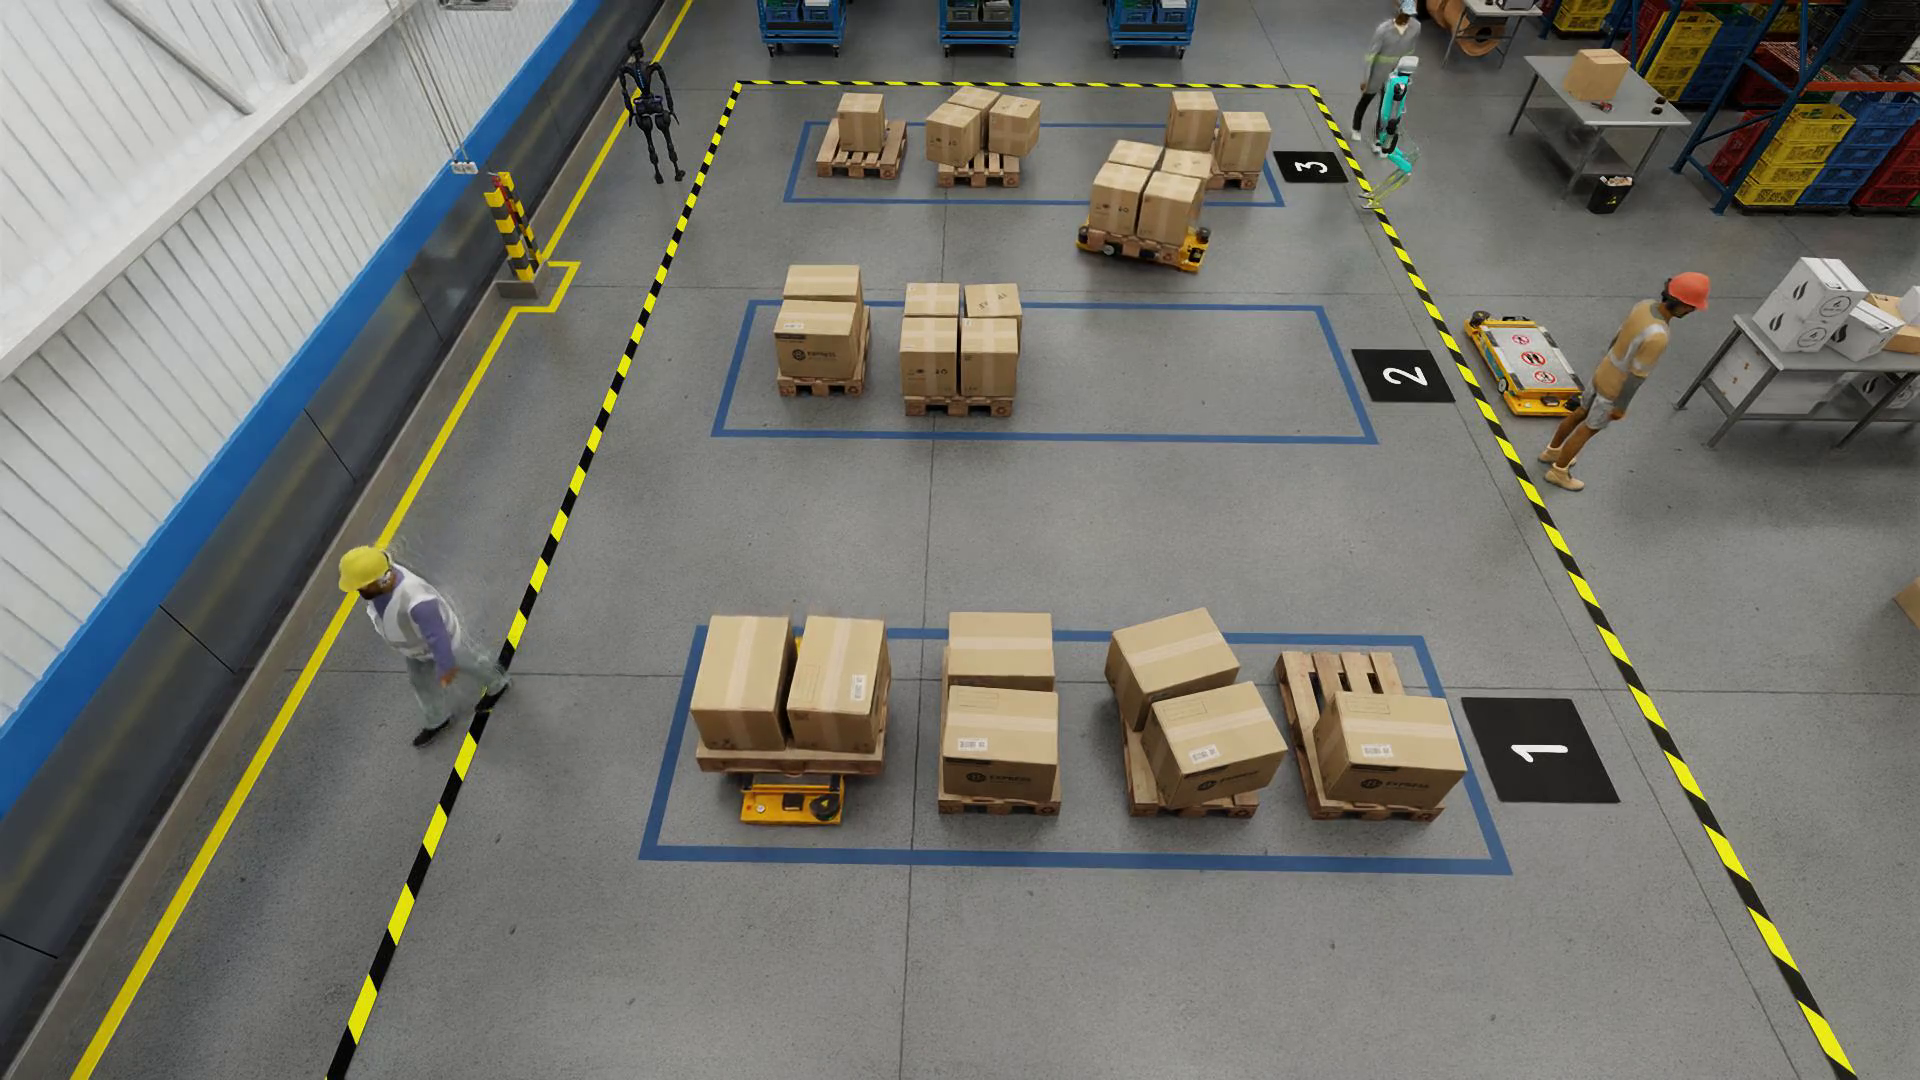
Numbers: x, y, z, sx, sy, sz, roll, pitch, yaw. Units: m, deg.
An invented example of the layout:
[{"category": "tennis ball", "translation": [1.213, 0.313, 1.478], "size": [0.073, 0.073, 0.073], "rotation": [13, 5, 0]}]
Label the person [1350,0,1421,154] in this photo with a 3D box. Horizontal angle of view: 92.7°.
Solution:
[{"category": "person", "translation": [5.379, -5.828, 11.553], "size": [0.617, 1.809, 0.940], "rotation": [-2, 49, -2]}]

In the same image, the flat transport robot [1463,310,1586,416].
[{"category": "flat transport robot", "translation": [5.573, -1.757, 9.054], "size": [0.659, 0.231, 1.431], "rotation": [1, 49, 1]}]

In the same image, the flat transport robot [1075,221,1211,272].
[{"category": "flat transport robot", "translation": [2.109, -3.471, 10.519], "size": [1.431, 0.197, 0.652], "rotation": [17, 51, 14]}]

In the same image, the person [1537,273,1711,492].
[{"category": "person", "translation": [5.372, -1.275, 7.470], "size": [0.389, 2.035, 0.604], "rotation": [13, 50, 11]}]

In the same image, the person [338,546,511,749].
[{"category": "person", "translation": [-3.519, 0.724, 5.887], "size": [0.624, 1.800, 0.806], "rotation": [22, 53, 18]}]

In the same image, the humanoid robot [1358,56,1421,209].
[{"category": "humanoid robot", "translation": [5.049, -4.603, 10.460], "size": [0.735, 1.672, 0.533], "rotation": [9, 50, 8]}]

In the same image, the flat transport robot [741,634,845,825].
[{"category": "flat transport robot", "translation": [-1.097, 1.270, 6.416], "size": [0.652, 0.197, 1.431], "rotation": [1, 49, 1]}]

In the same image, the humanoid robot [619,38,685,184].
[{"category": "humanoid robot", "translation": [-3.737, -5.168, 11.068], "size": [0.599, 1.653, 0.315], "rotation": [-7, 50, -6]}]
